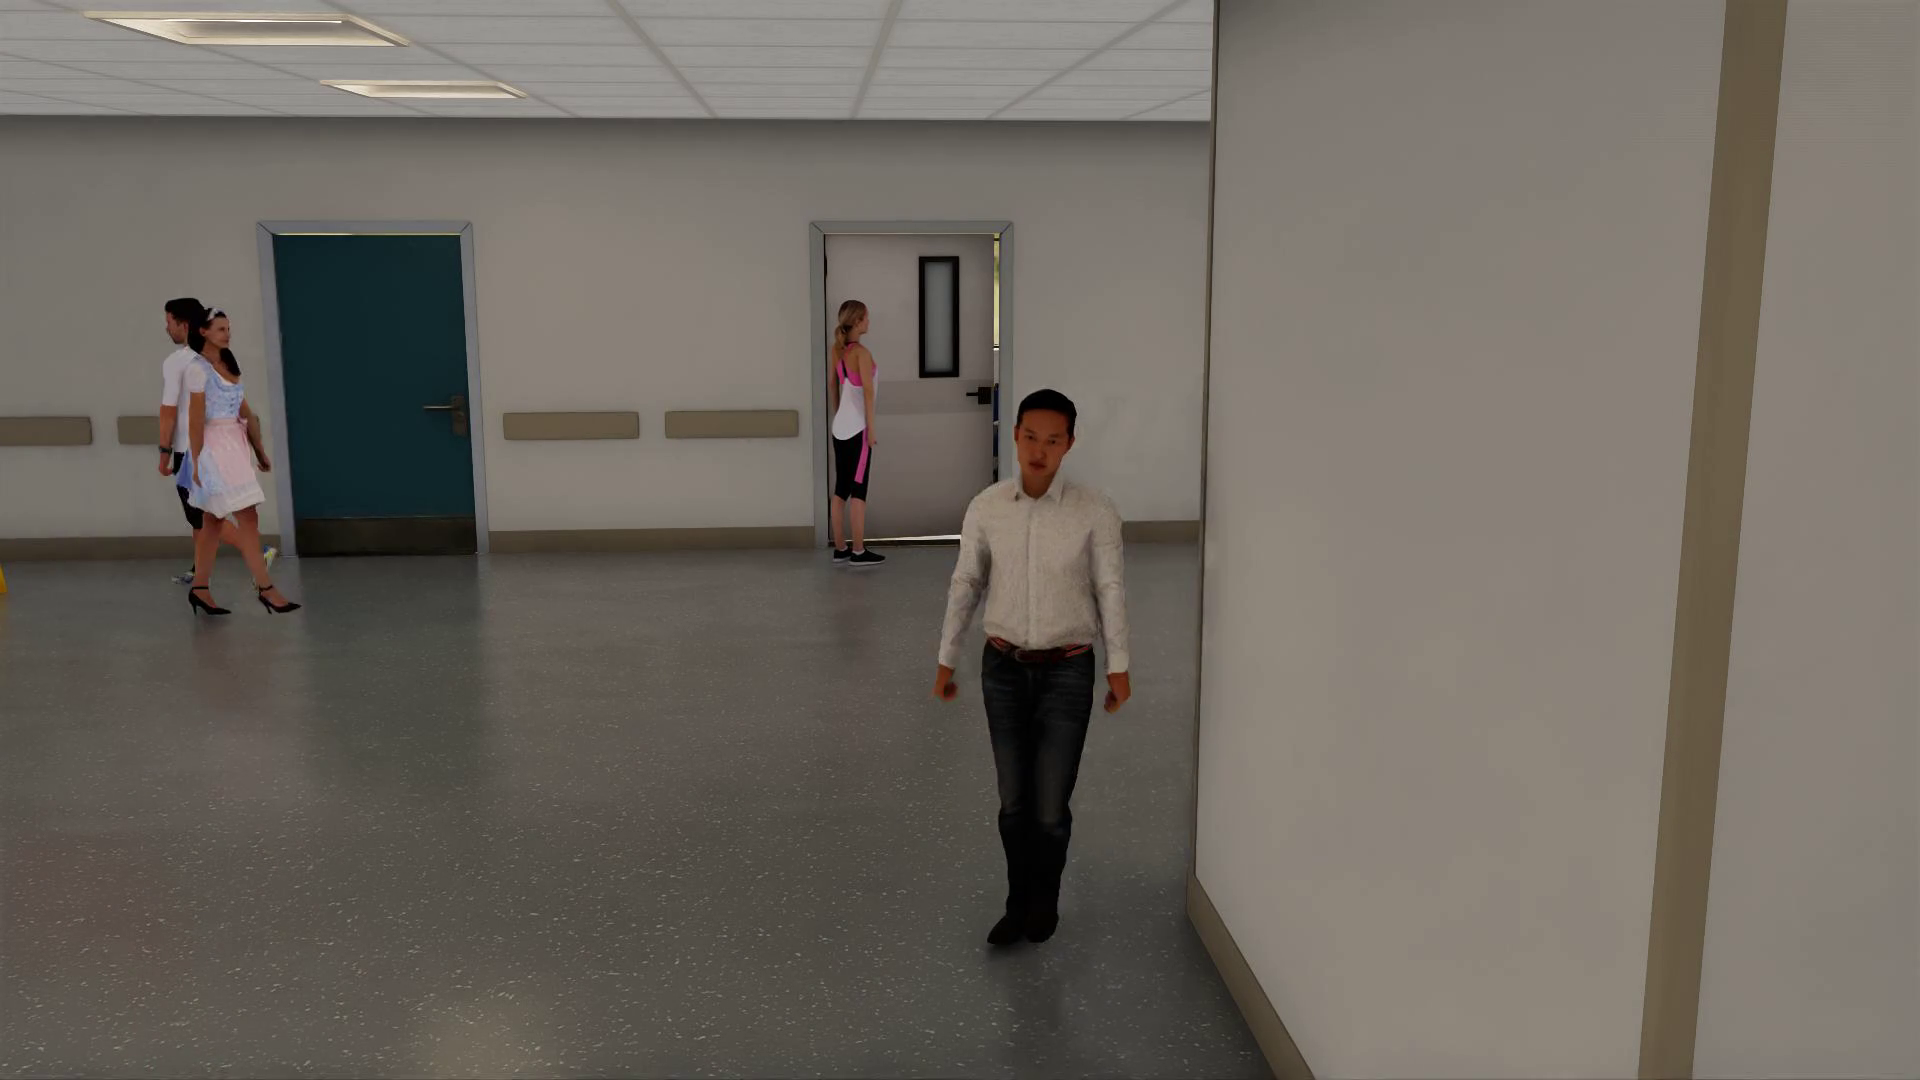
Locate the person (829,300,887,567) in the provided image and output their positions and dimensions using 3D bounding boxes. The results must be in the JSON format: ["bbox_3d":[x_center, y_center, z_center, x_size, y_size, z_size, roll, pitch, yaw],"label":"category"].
[{"bbox_3d":[-0.734,-0.727,11.267,0.692,1.787,0.679,-8,13,-37],"label":"person"}]

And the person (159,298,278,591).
[{"bbox_3d":[-4.609,-0.546,10.211,1.196,1.825,0.911,3,11,17],"label":"person"}]

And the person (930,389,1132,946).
[{"bbox_3d":[0.288,0.413,5.248,0.791,1.792,0.936,5,12,24],"label":"person"}]

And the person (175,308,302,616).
[{"bbox_3d":[-4.377,-0.423,9.650,1.011,1.791,0.719,0,11,1],"label":"person"}]
